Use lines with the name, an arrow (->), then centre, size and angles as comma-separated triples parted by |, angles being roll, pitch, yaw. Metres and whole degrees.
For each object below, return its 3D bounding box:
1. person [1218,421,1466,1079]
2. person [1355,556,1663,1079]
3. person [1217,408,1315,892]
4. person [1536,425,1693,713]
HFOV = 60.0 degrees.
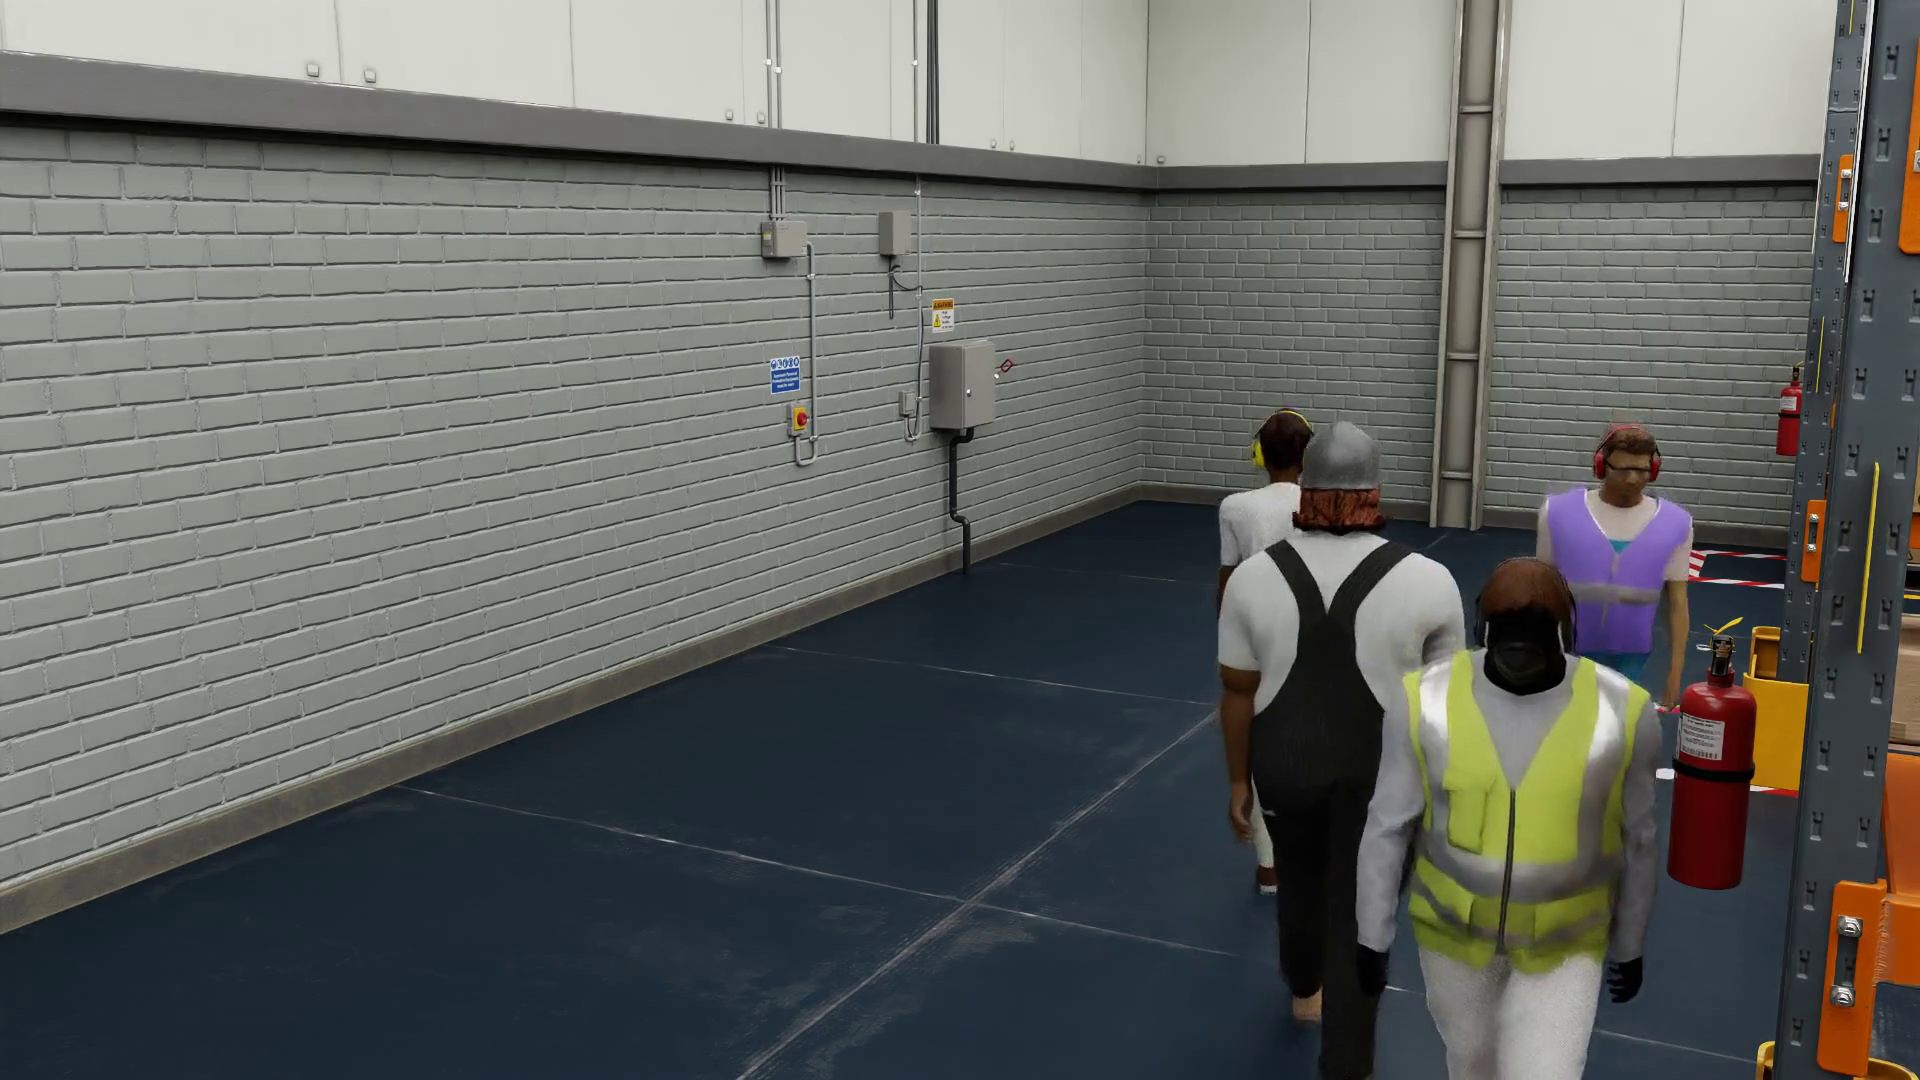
person -> 1.129, 0.612, 4.907 | 0.683, 2.000, 1.023 | 5, 11, 23
person -> 1.252, 0.928, 3.865 | 0.653, 1.788, 0.971 | 5, 11, 24
person -> 1.258, 0.413, 6.483 | 0.528, 1.851, 0.629 | 3, 11, 16
person -> 2.472, 0.467, 6.361 | 0.586, 1.791, 0.953 | 2, 11, 10
